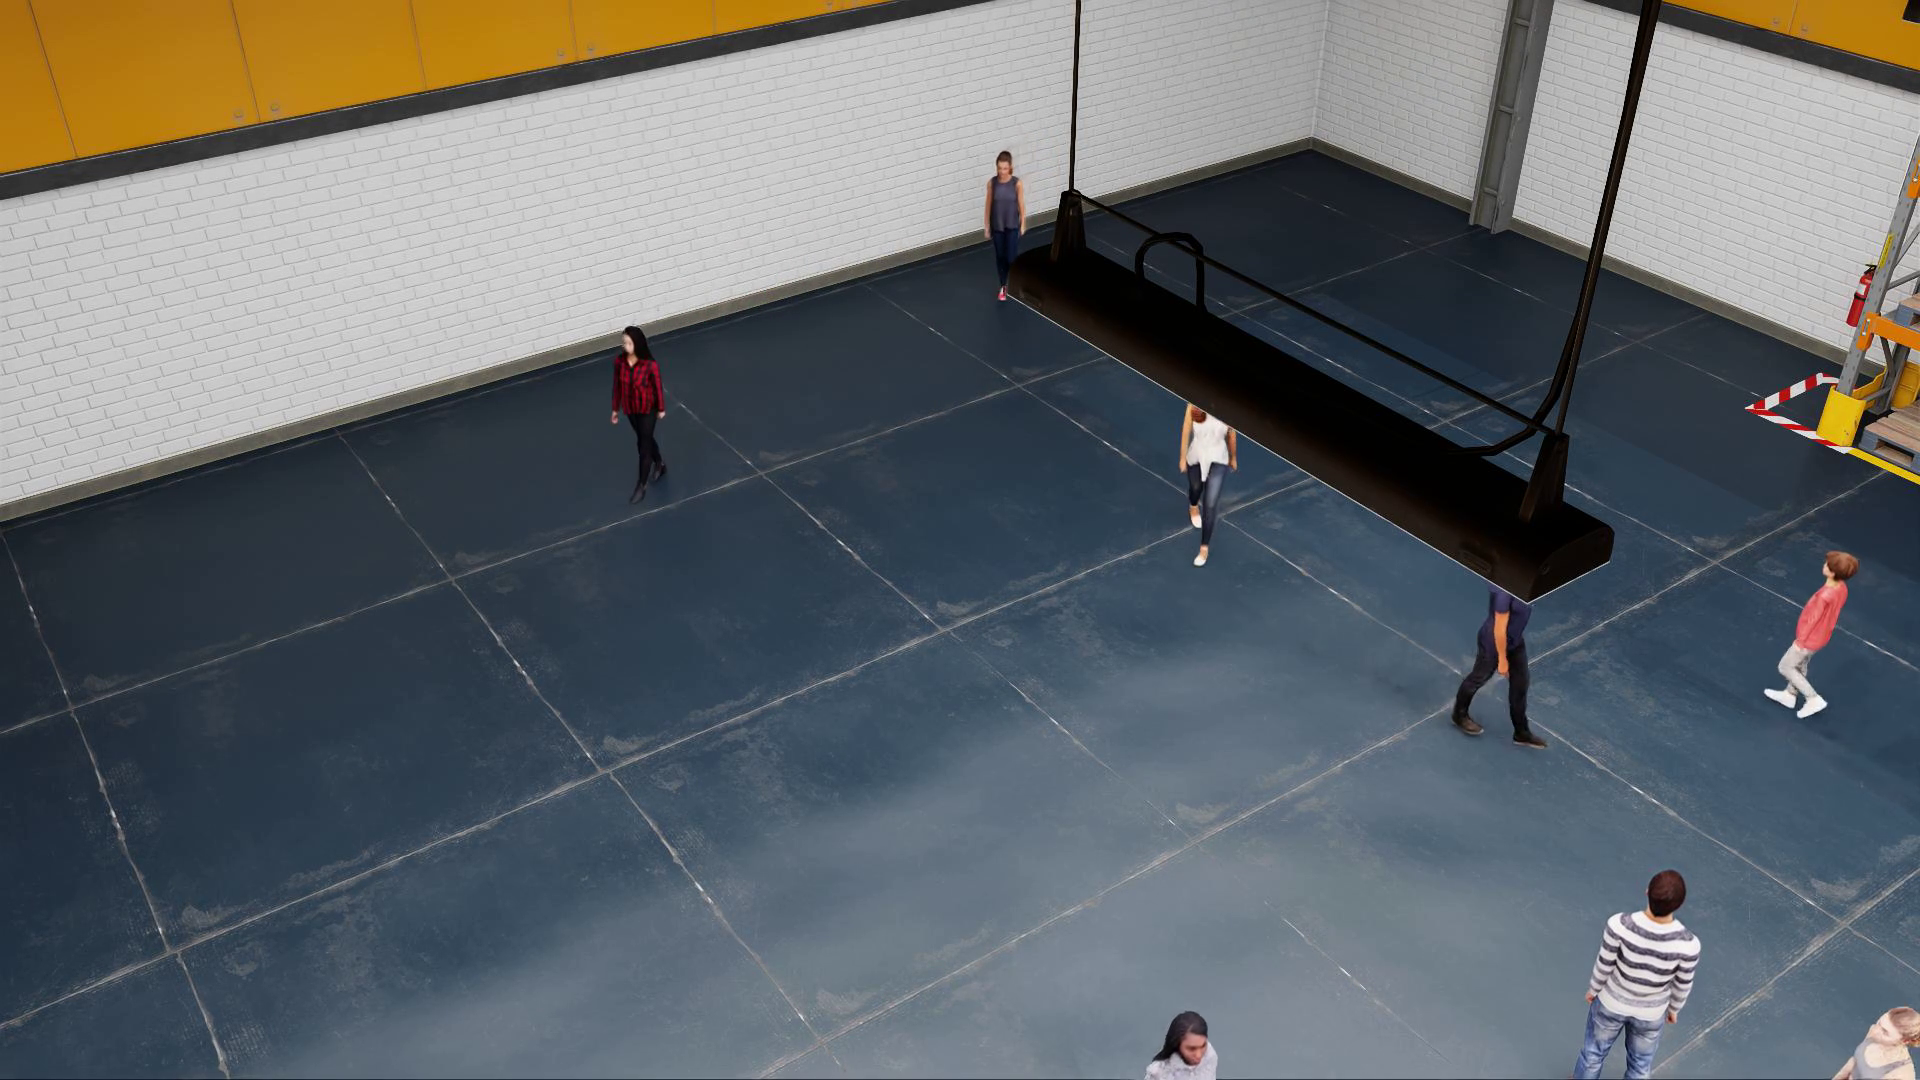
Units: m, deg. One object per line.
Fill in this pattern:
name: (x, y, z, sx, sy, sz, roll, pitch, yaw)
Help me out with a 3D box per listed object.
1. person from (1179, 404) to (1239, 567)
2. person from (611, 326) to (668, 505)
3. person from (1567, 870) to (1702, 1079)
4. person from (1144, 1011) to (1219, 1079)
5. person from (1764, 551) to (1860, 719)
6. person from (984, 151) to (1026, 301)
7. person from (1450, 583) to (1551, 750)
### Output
person: (2.093, -0.726, 14.105, 1.110, 1.748, 1.175, 3, 34, 5)
person: (-2.827, -1.208, 14.939, 0.982, 1.629, 0.960, 13, 36, 19)
person: (3.690, 2.525, 9.119, 0.672, 1.854, 0.785, 12, 36, 18)
person: (1.061, 3.007, 8.536, 0.822, 1.697, 1.176, -11, 35, -16)
person: (6.333, 0.725, 12.234, 0.583, 1.405, 0.712, -27, 42, -35)
person: (0.510, -3.466, 18.259, 0.711, 1.714, 0.774, 6, 34, 10)
person: (3.815, 0.688, 11.963, 0.694, 1.766, 0.966, -25, 41, -32)
